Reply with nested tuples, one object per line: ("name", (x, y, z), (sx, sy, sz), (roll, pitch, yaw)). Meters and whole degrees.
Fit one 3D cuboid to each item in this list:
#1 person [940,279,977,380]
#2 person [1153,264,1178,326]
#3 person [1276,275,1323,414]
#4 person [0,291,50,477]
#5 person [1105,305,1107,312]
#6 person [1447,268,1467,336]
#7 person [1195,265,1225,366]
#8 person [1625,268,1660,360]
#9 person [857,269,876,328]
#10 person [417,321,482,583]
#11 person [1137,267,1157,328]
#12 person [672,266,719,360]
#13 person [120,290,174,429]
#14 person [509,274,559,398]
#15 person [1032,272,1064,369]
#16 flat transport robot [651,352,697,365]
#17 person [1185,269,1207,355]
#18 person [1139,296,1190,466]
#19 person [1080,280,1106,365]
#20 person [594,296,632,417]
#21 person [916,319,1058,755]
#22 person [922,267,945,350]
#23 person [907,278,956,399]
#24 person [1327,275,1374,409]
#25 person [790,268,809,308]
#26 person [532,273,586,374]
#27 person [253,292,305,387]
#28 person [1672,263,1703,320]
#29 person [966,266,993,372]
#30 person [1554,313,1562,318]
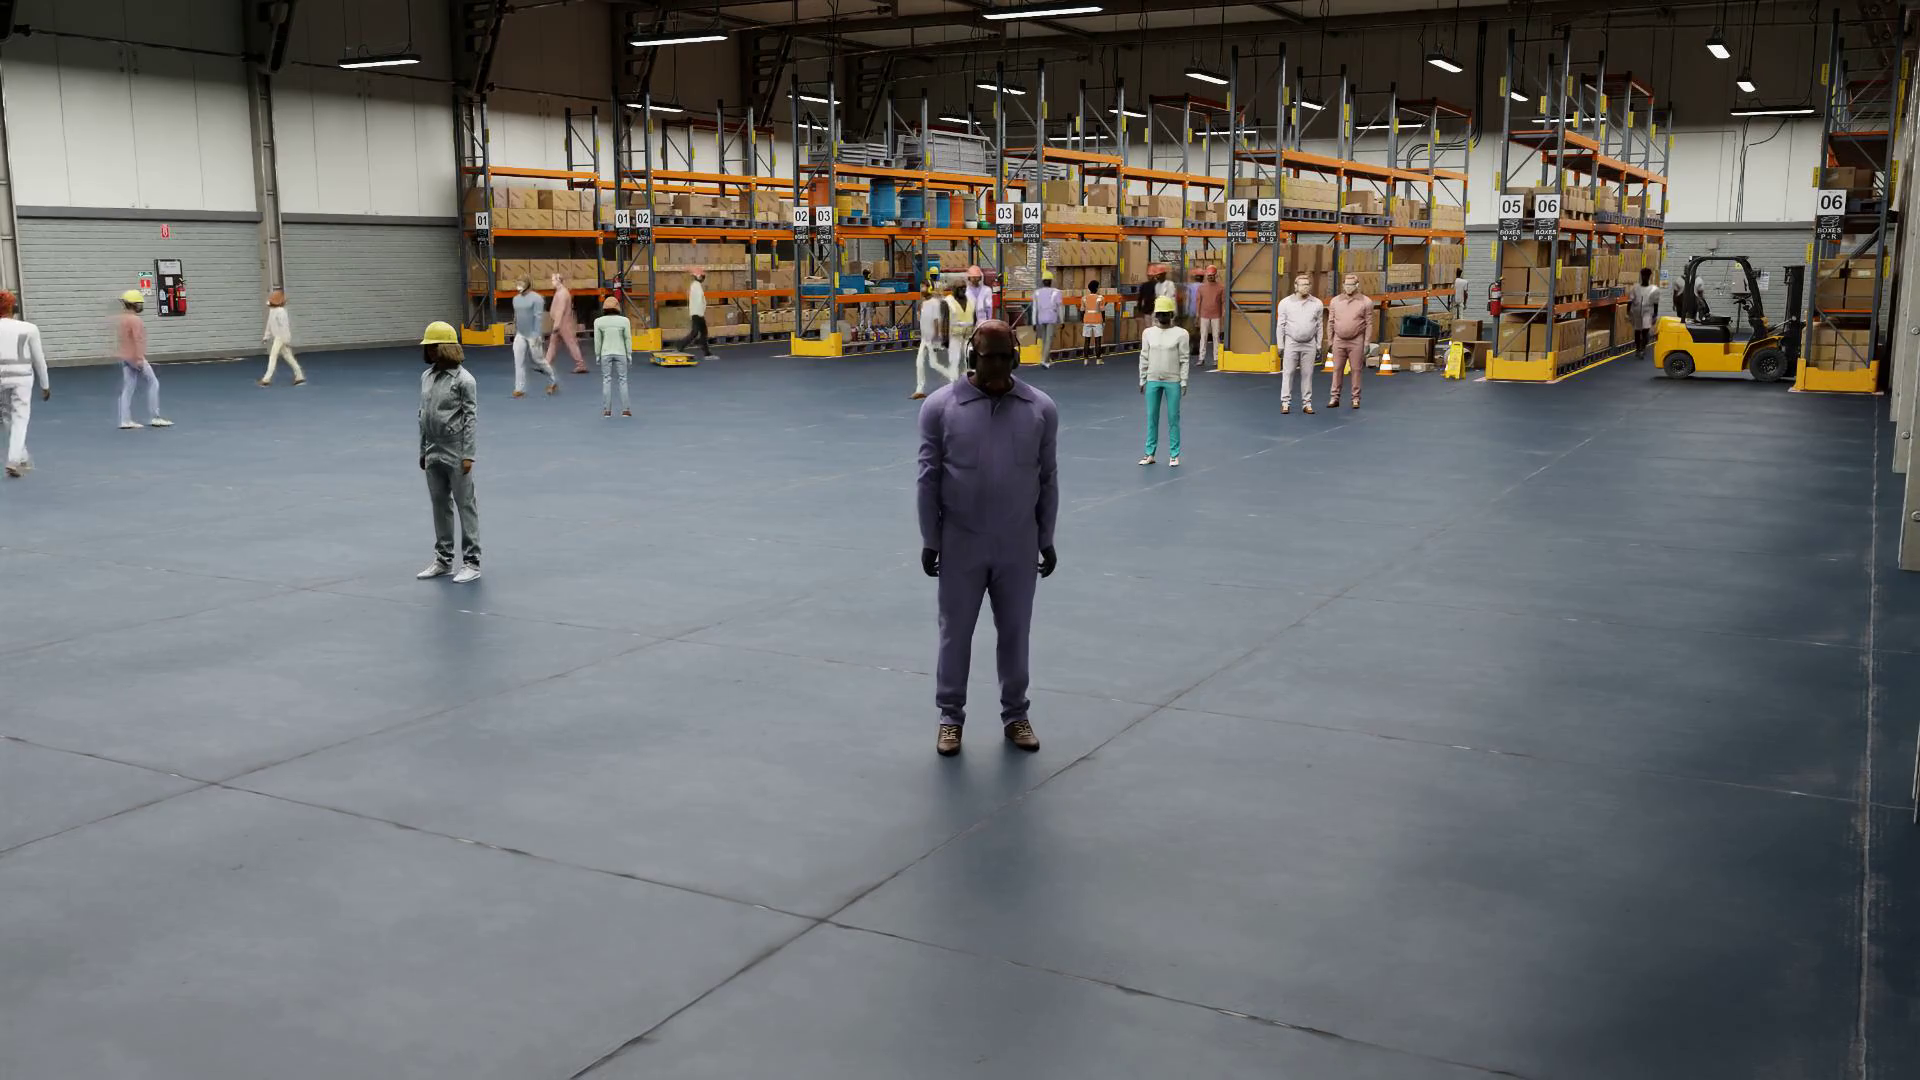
("person", (0.011, -3.157, 25.973), (0.646, 1.821, 0.488), (-5, 11, -28))
("person", (4.306, -4.732, 34.648), (0.665, 2.007, 0.639), (-5, 11, -26))
("person", (4.697, -2.691, 22.973), (0.651, 1.913, 0.410), (0, 10, -1))
("person", (-9.430, -1.557, 16.556), (0.591, 1.843, 0.976), (-3, 10, -15))
("person", (4.266, -7.479, 51.047), (0.738, 1.903, 0.642), (4, 10, 21))
("person", (13.299, -6.338, 44.488), (0.511, 1.860, 0.332), (2, 10, 11))
("person", (4.985, -4.457, 33.075), (0.623, 1.990, 0.397), (3, 10, 17))
("person", (14.370, -4.746, 35.019), (0.603, 1.912, 1.003), (6, 11, 32))
("person", (-2.286, -5.689, 40.664), (0.535, 1.865, 0.311), (4, 11, 23))
("person", (-3.440, -0.586, 11.141), (0.486, 1.744, 0.294), (5, 11, 28))
("person", (4.267, -5.088, 36.949), (0.618, 1.946, 1.041), (5, 11, 27))
("person", (-5.547, -4.715, 34.677), (0.911, 1.971, 0.636), (-2, 10, -13))
("person", (-10.337, -2.283, 21.061), (0.556, 1.744, 0.684), (9, 13, 42))
("person", (-6.609, -3.158, 25.733), (0.633, 1.919, 0.905), (5, 11, 28))
("person", (1.689, -4.272, 32.340), (0.584, 1.885, 0.992), (4, 10, 22))
("flat transport robot", (-5.735, -3.629, 33.259), (0.652, 0.197, 1.431), (-4, 10, -20))
("person", (5.341, -5.045, 36.825), (0.584, 1.879, 0.982), (7, 12, 35))
("person", (2.110, -1.643, 17.269), (0.533, 1.766, 0.315), (4, 11, 23))
("person", (2.662, -4.329, 33.195), (0.535, 1.697, 0.318), (4, 11, 24))
("person", (-4.693, -2.479, 22.541), (0.498, 1.633, 0.278), (-1, 10, -5))
("person", (0.131, -0.010, 7.298), (0.642, 1.906, 0.410), (-2, 10, -10))
("person", (-0.602, -5.367, 38.583), (0.594, 1.928, 0.364), (6, 11, 31))
("person", (-0.410, -3.058, 25.326), (0.796, 1.845, 0.527), (-5, 11, -29))
("person", (5.570, -2.835, 23.828), (0.642, 1.910, 0.401), (5, 11, 26))
("person", (-4.578, -6.764, 46.828), (0.542, 1.912, 0.900), (6, 11, 30))
("person", (-7.405, -3.991, 30.744), (0.989, 1.851, 0.669), (-3, 10, -17))
("person", (-11.402, -3.352, 27.800), (0.872, 1.587, 0.512), (-7, 12, -34))
("person", (18.429, -6.035, 42.170), (0.685, 2.000, 0.538), (4, 10, 20))
("person", (0.289, -3.783, 29.109), (0.610, 2.003, 0.903), (-1, 10, -8))
("person", (16.344, -6.460, 45.702), (0.501, 1.677, 0.535), (6, 11, 32))
